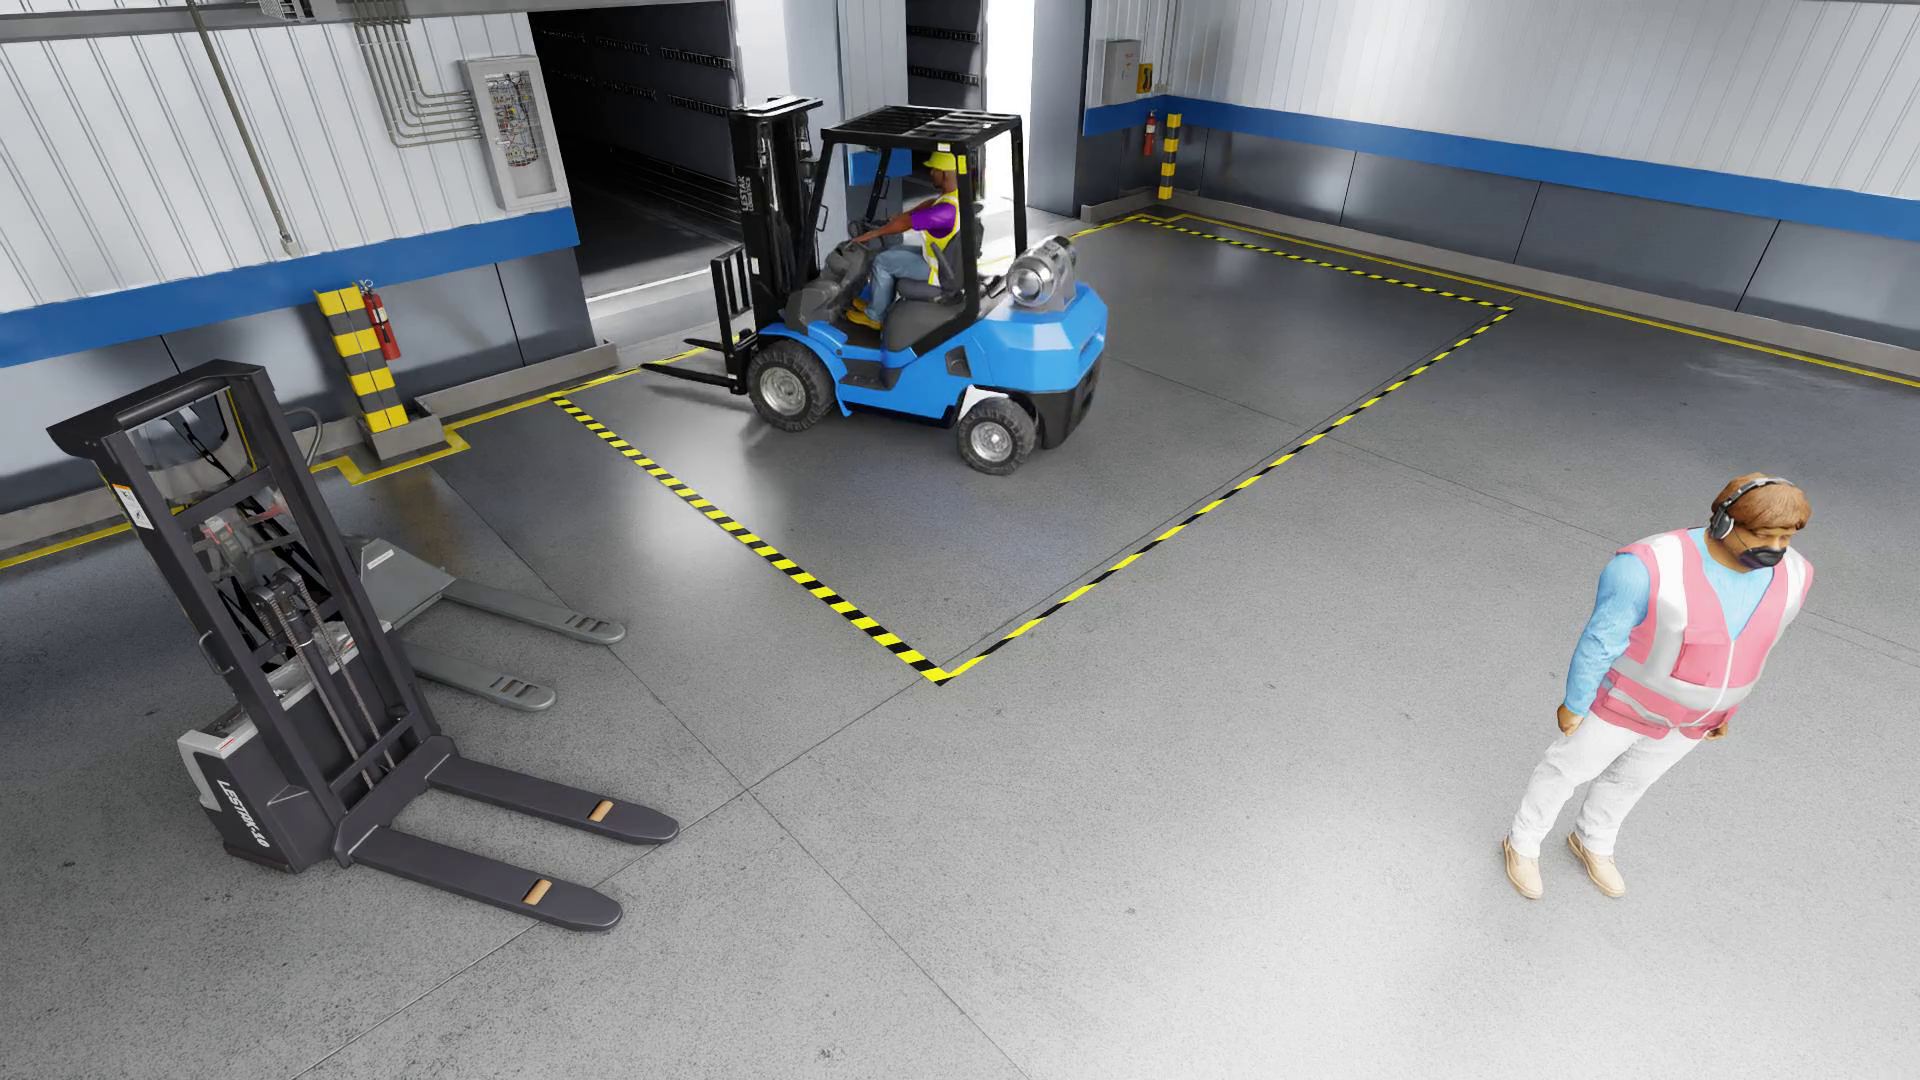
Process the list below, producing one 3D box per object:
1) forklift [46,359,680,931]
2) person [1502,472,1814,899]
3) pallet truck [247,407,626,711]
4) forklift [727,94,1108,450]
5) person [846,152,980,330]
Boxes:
[{"bbox_3d":[-2.135,0.422,3.354,1.885,1.965,0.823,10,35,14],"label":"forklift"},{"bbox_3d":[2.453,0.582,3.256,0.624,1.843,0.429,0,34,0],"label":"person"},{"bbox_3d":[-2.628,0.038,4.590,1.601,1.201,0.680,12,36,18],"label":"pallet truck"},{"bbox_3d":[-0.324,-1.939,6.509,2.680,2.036,1.157,13,36,19],"label":"forklift"},{"bbox_3d":[-0.376,-2.110,6.428,1.004,1.294,0.635,13,36,19],"label":"person"}]
